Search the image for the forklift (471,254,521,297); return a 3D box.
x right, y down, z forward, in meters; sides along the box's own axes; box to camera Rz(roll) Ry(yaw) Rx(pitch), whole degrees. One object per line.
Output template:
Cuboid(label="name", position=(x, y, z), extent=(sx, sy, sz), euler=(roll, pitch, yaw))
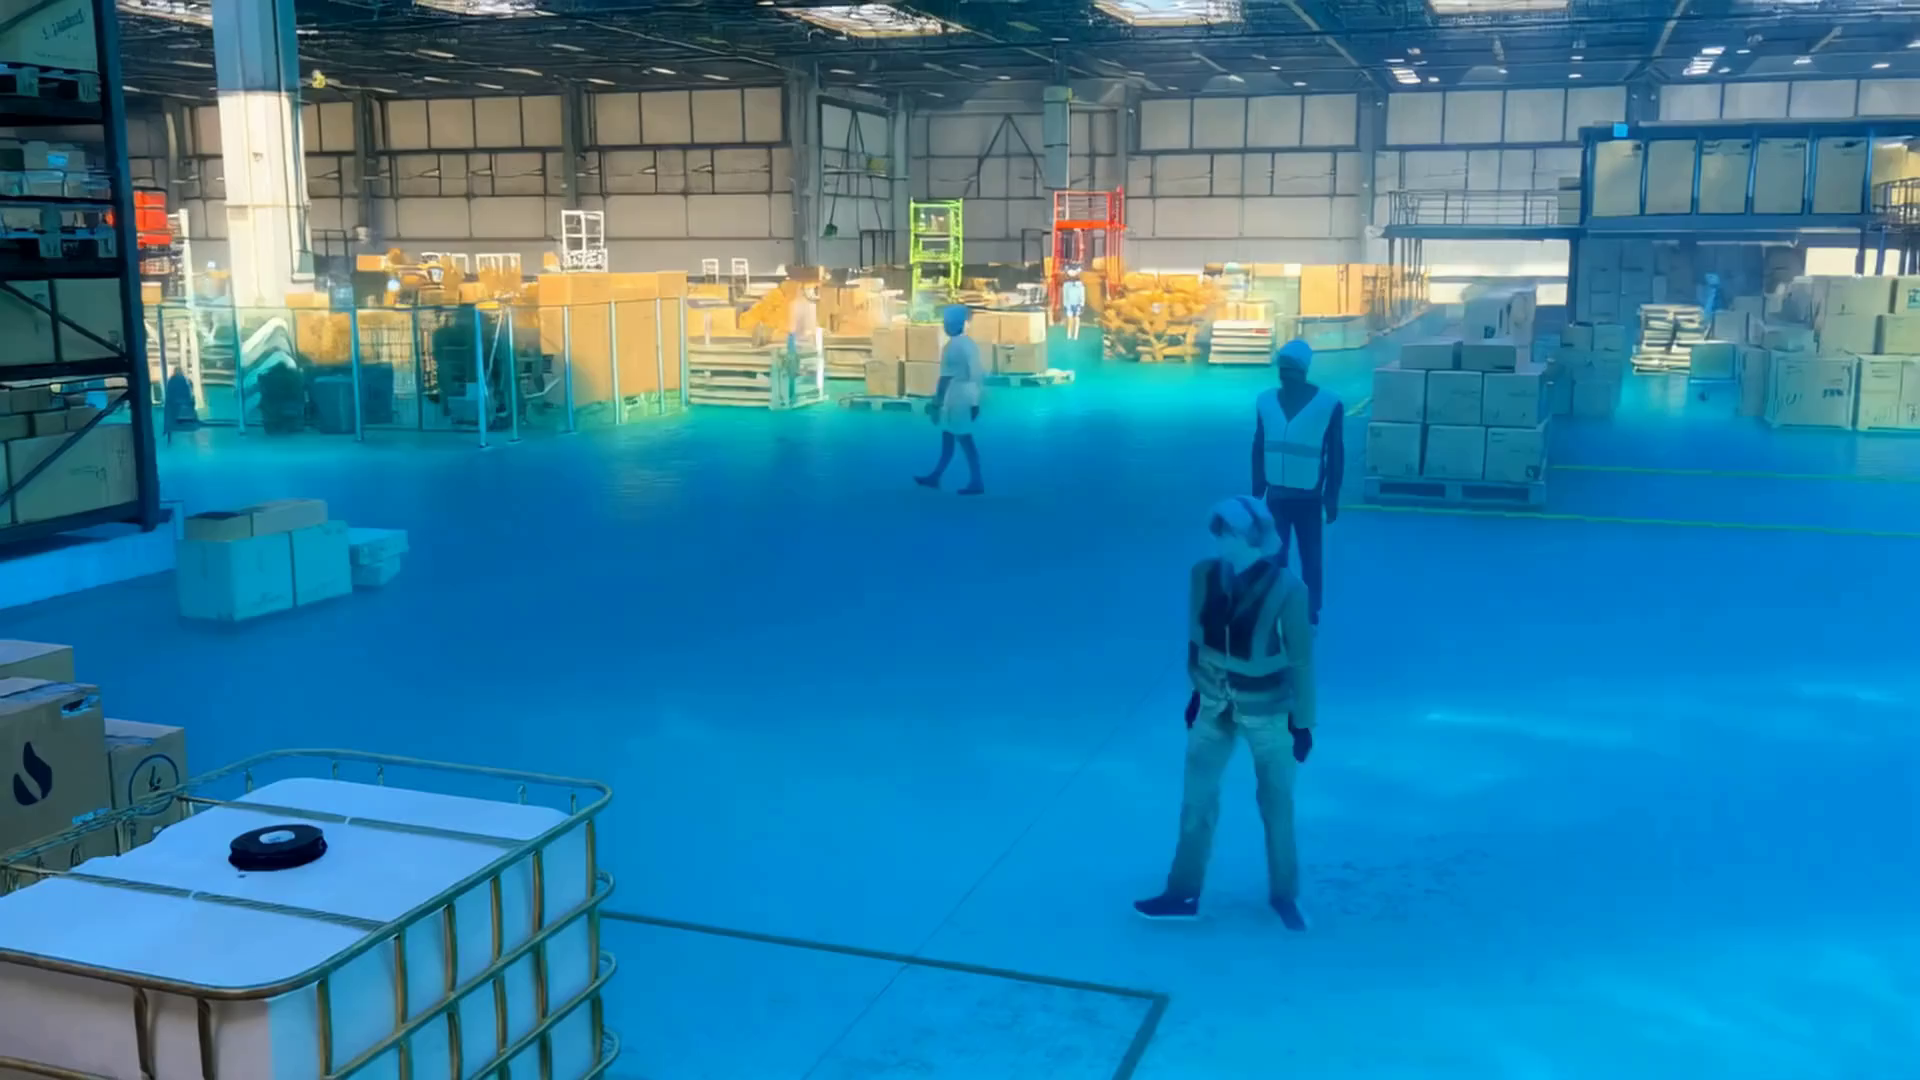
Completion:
Cuboid(label="forklift", position=(-17.990, -10.121, 64.684), extent=(1.157, 1.987, 2.680), euler=(3, 11, 17))

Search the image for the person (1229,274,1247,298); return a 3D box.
Cuboid(label="person", position=(7.810, -6.601, 46.582), extent=(0.504, 1.688, 0.922), euler=(5, 11, 28))

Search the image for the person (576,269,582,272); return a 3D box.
Cuboid(label="person", position=(-13.543, -8.893, 59.321), extent=(0.350, 1.757, 0.556), euler=(8, 13, 37))

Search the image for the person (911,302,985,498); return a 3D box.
Cuboid(label="person", position=(-0.144, -1.382, 16.514), extent=(0.912, 1.927, 0.638), euler=(3, 11, 18))

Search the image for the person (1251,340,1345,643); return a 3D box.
Cuboid(label="person", position=(2.124, -0.308, 10.519), extent=(0.595, 1.915, 0.371), euler=(7, 12, 36))

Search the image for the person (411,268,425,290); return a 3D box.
Cuboid(label="person", position=(-18.475, -8.547, 56.598), extent=(0.421, 2.028, 0.644), euler=(2, 10, 11))

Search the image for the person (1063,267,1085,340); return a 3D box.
Cuboid(label="person", position=(3.011, -6.252, 43.980), extent=(0.561, 1.922, 0.571), euler=(0, 10, 0))

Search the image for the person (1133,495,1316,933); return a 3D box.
Cuboid(label="person", position=(1.008, 0.641, 6.031), extent=(0.598, 1.621, 0.529), euler=(9, 13, 41))

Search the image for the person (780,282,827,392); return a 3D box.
Cuboid(label="person", position=(-2.662, -3.447, 28.285), extent=(0.751, 1.885, 0.649), euler=(6, 12, 29))

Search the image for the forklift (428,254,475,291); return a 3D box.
Cuboid(label="forklift", position=(-20.133, -10.254, 65.465), extent=(1.157, 1.987, 2.680), euler=(3, 11, 19))

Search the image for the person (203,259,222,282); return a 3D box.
Cuboid(label="person", position=(-28.859, -9.878, 64.271), extent=(0.659, 1.968, 0.655), euler=(-7, 12, -36))

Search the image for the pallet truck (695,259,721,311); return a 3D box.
Cuboid(label="pallet truck", position=(-9.165, -9.627, 62.776), extent=(0.823, 1.965, 1.885), euler=(4, 11, 23))

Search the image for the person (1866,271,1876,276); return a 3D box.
Cuboid(label="person", position=(22.507, -5.705, 41.097), extent=(0.411, 1.867, 0.593), euler=(0, 10, -2))

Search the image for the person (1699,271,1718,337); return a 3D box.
Cuboid(label="person", position=(17.960, -5.506, 39.854), extent=(0.564, 1.904, 0.601), euler=(1, 10, 7))

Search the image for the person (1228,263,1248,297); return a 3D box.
Cuboid(label="person", position=(7.941, -6.927, 47.616), extent=(0.636, 1.980, 0.513), euler=(8, 13, 39))

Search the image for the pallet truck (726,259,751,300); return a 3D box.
Cuboid(label="pallet truck", position=(-7.986, -9.493, 62.019), extent=(0.823, 1.965, 1.885), euler=(3, 11, 17))
